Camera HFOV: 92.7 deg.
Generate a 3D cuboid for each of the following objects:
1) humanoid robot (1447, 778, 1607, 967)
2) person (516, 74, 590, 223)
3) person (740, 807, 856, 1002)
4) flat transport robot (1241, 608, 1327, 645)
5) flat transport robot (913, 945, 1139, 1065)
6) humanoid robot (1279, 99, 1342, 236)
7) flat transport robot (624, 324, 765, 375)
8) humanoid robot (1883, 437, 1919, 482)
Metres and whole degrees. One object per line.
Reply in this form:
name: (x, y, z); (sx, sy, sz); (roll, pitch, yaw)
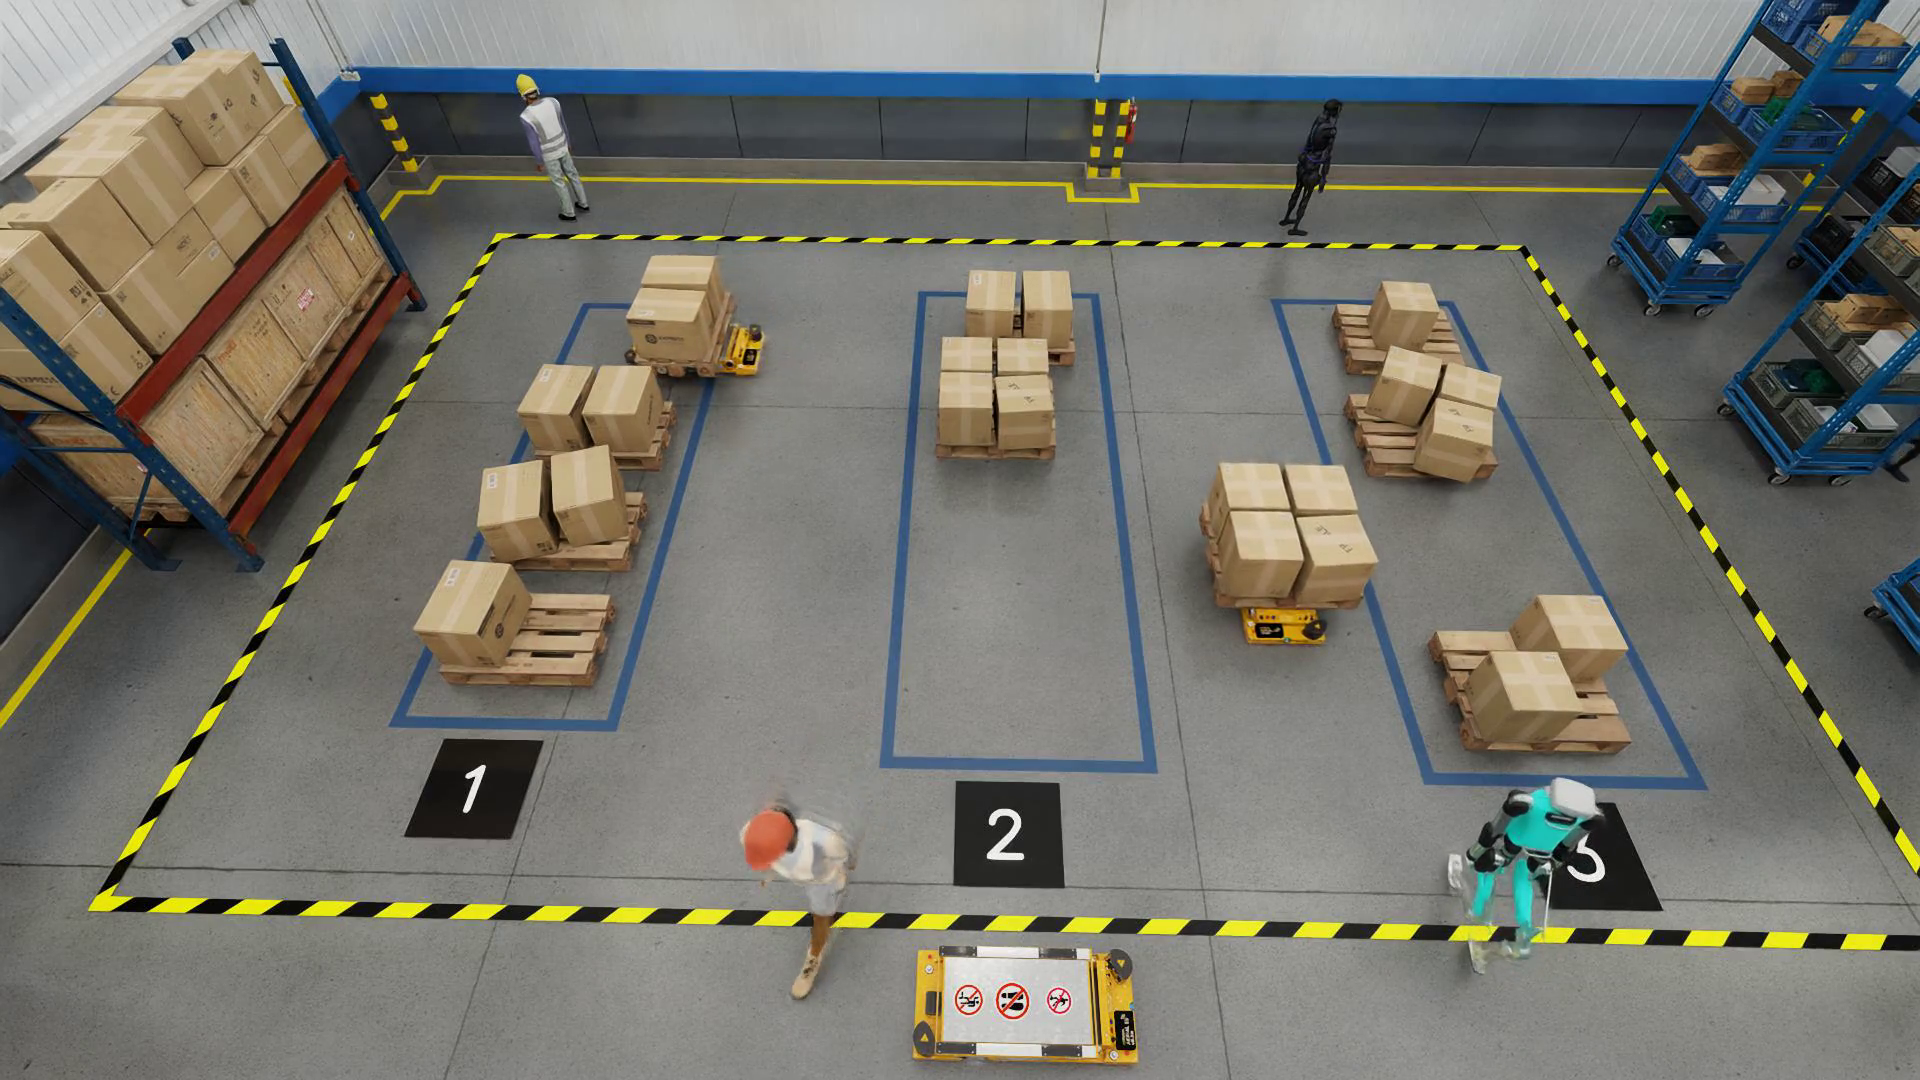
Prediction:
humanoid robot: (3.491, 2.183, 5.733); (0.537, 1.722, 0.781); (9, 51, 7)
person: (-5.103, -4.866, 11.448); (0.404, 1.824, 0.586); (24, 55, 18)
person: (-0.980, 2.064, 5.704); (0.613, 1.959, 1.115); (11, 52, 9)
flat transport robot: (2.803, 0.284, 8.236); (0.652, 0.197, 1.431); (1, 51, 1)
flat transport robot: (0.422, 3.041, 6.007); (1.431, 0.231, 0.659); (1, 51, 1)
humanoid robot: (4.353, -4.613, 11.330); (0.315, 1.655, 0.599); (-7, 51, -6)
flat transport robot: (-2.951, -2.139, 10.212); (1.431, 0.197, 0.652); (1, 51, 1)
humanoid robot: (9.369, -1.267, 8.608); (0.609, 1.640, 0.427); (-13, 52, -11)
